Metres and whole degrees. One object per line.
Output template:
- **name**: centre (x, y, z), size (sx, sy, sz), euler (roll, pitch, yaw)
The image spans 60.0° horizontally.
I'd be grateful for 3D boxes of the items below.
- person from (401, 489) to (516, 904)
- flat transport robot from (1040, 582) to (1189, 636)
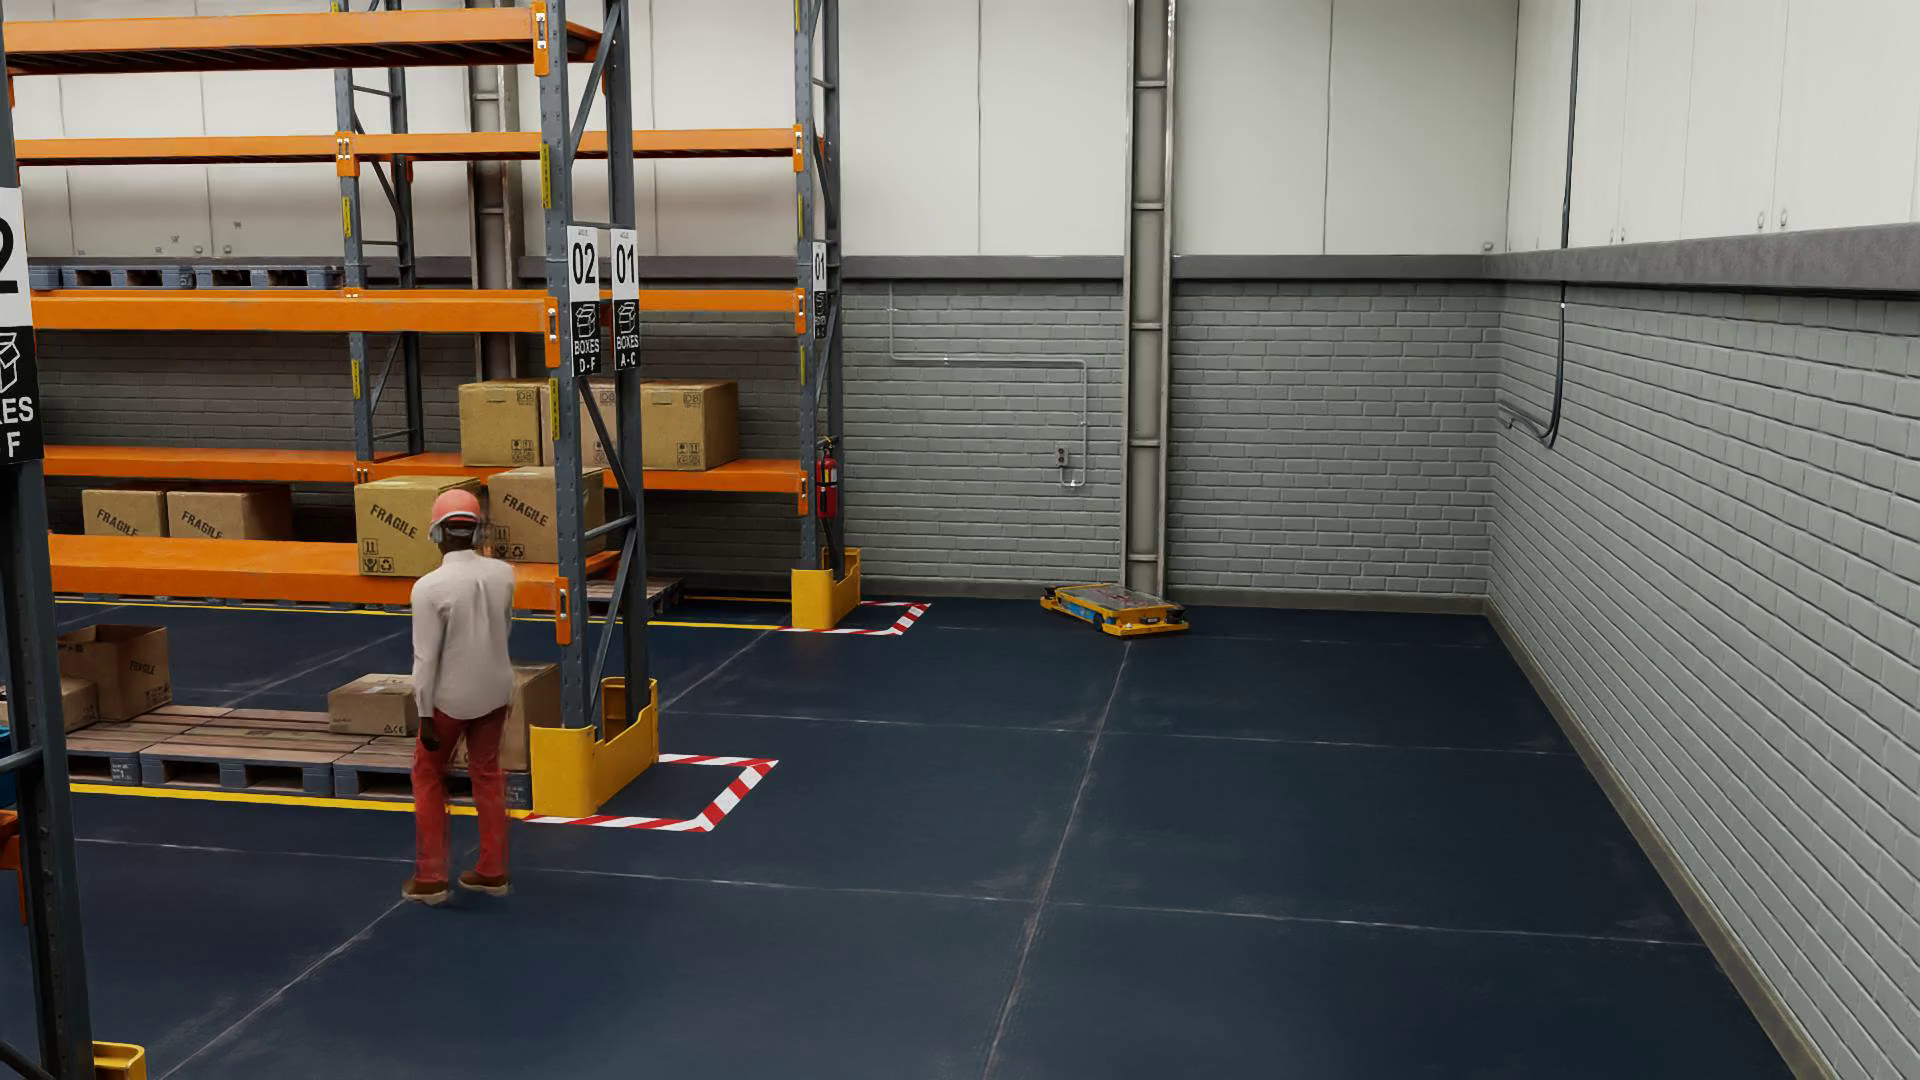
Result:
- **person**: centre (-2.389, 0.740, 7.910), size (0.520, 1.966, 0.627), euler (7, 11, 35)
- **flat transport robot**: centre (1.301, 0.571, 14.215), size (0.652, 0.197, 1.431), euler (-4, 10, -24)
